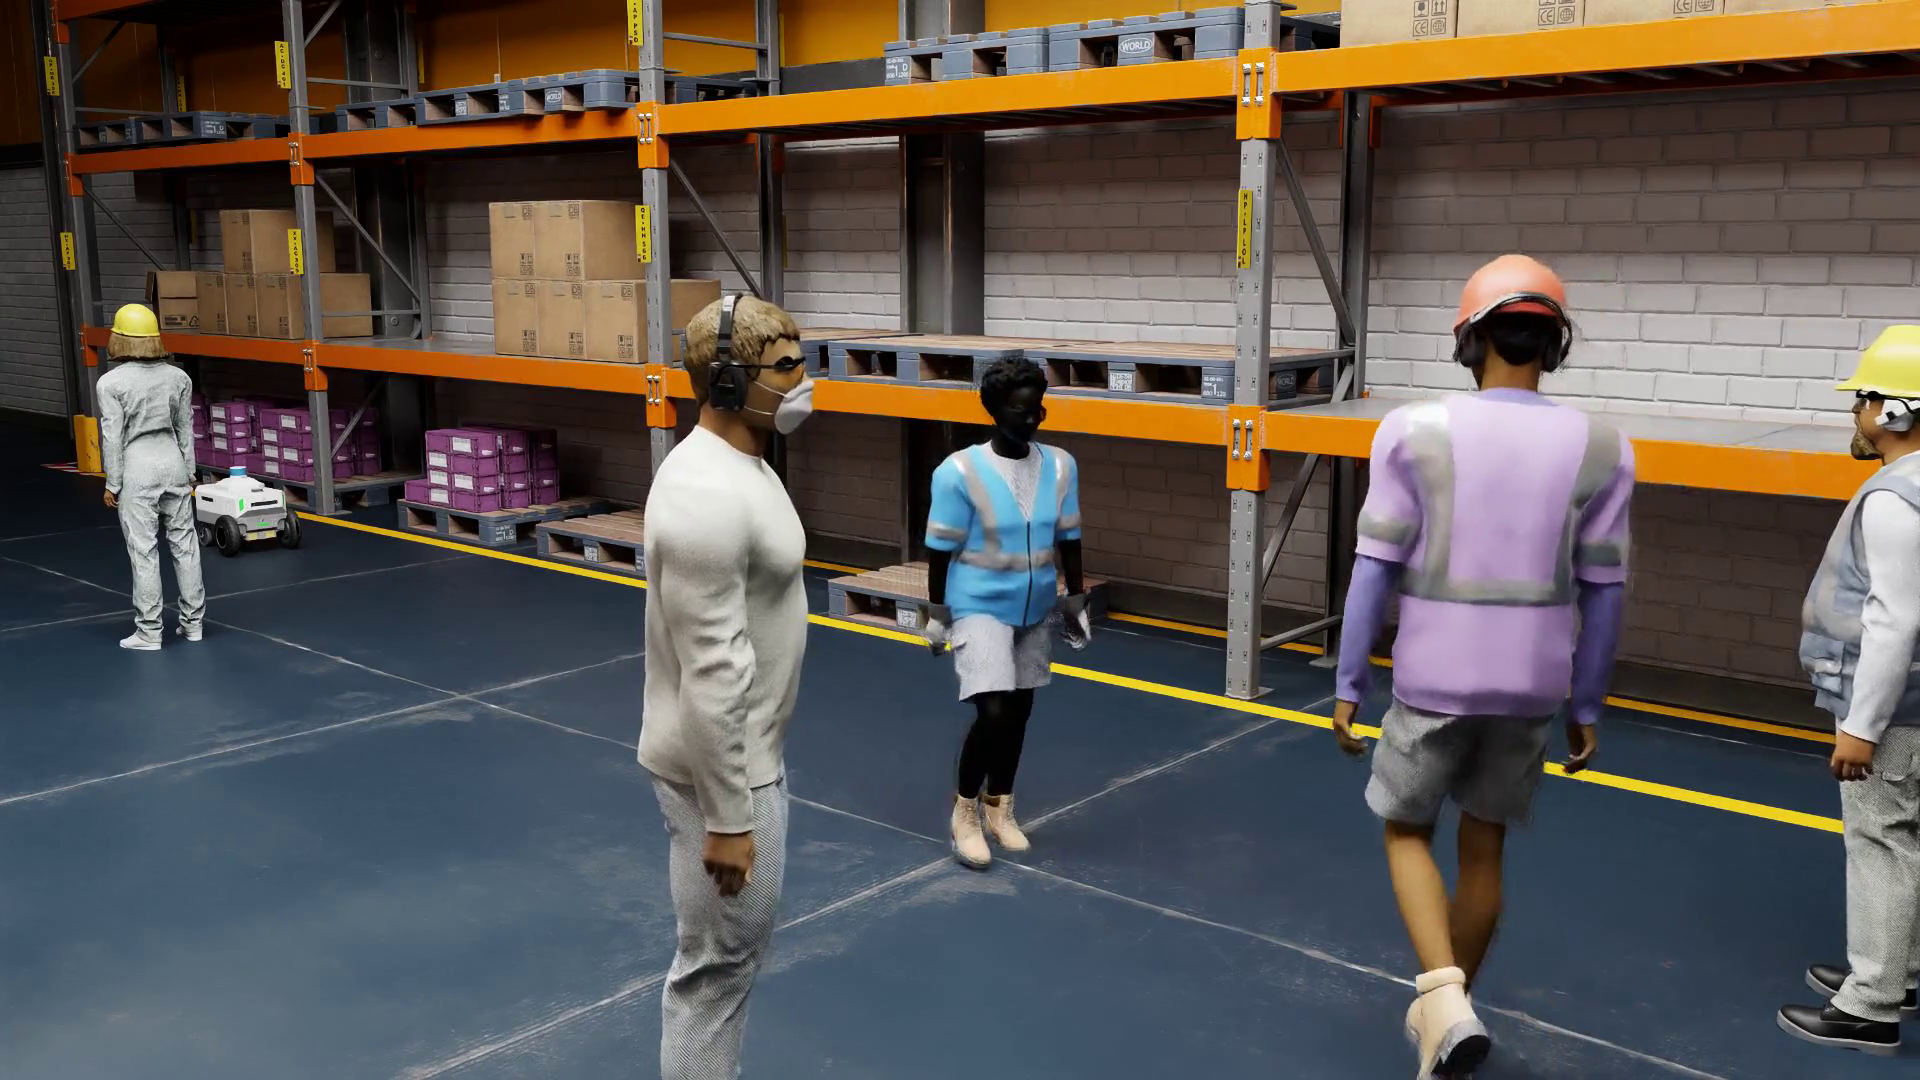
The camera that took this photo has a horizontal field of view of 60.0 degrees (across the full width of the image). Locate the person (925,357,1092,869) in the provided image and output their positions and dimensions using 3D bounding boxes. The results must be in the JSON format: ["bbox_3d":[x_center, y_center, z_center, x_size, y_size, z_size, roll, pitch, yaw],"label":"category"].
[{"bbox_3d":[0.145,0.242,5.429,0.548,1.680,0.453,-7,12,-33],"label":"person"}]

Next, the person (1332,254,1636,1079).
[{"bbox_3d":[1.221,0.353,3.870,0.671,2.006,0.716,1,10,3],"label":"person"}]

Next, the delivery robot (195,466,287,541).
[{"bbox_3d":[-4.838,-0.252,11.177,0.707,0.478,0.477,9,13,41],"label":"delivery robot"}]

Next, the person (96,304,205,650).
[{"bbox_3d":[-4.107,-0.317,8.426,0.290,1.746,0.487,6,12,32],"label":"person"}]

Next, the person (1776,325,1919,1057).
[{"bbox_3d":[2.335,0.381,4.201,0.404,1.835,0.590,9,14,43],"label":"person"}]

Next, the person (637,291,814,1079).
[{"bbox_3d":[-0.459,0.471,3.391,0.375,1.939,0.628,-1,10,-3],"label":"person"}]
